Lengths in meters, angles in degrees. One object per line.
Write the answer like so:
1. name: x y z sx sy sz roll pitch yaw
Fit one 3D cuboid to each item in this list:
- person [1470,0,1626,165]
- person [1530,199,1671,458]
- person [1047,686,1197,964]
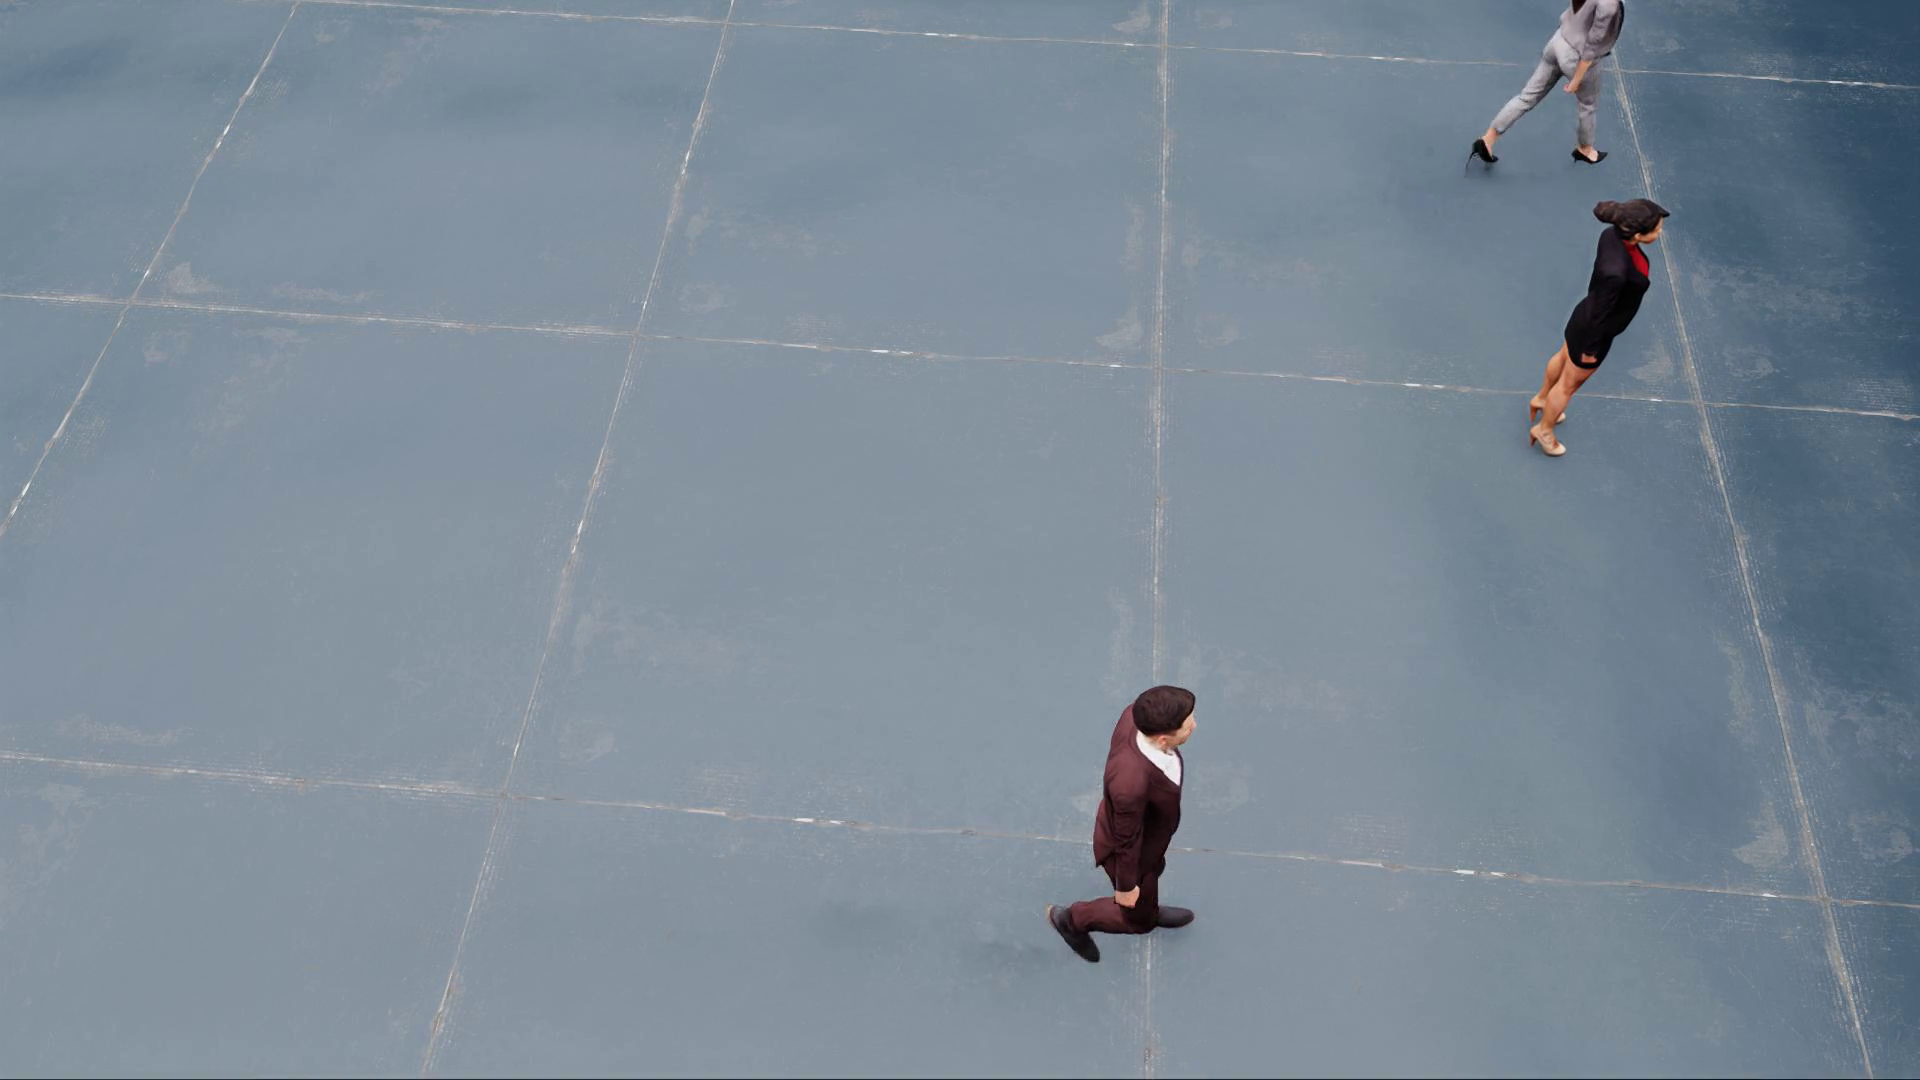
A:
1. person: 3.513 -2.822 9.787 1.176 1.633 0.825 -8 53 -6
2. person: 3.196 -1.067 8.425 0.655 1.636 0.604 14 53 10
3. person: 0.641 1.155 6.566 0.893 1.856 0.781 8 53 6
